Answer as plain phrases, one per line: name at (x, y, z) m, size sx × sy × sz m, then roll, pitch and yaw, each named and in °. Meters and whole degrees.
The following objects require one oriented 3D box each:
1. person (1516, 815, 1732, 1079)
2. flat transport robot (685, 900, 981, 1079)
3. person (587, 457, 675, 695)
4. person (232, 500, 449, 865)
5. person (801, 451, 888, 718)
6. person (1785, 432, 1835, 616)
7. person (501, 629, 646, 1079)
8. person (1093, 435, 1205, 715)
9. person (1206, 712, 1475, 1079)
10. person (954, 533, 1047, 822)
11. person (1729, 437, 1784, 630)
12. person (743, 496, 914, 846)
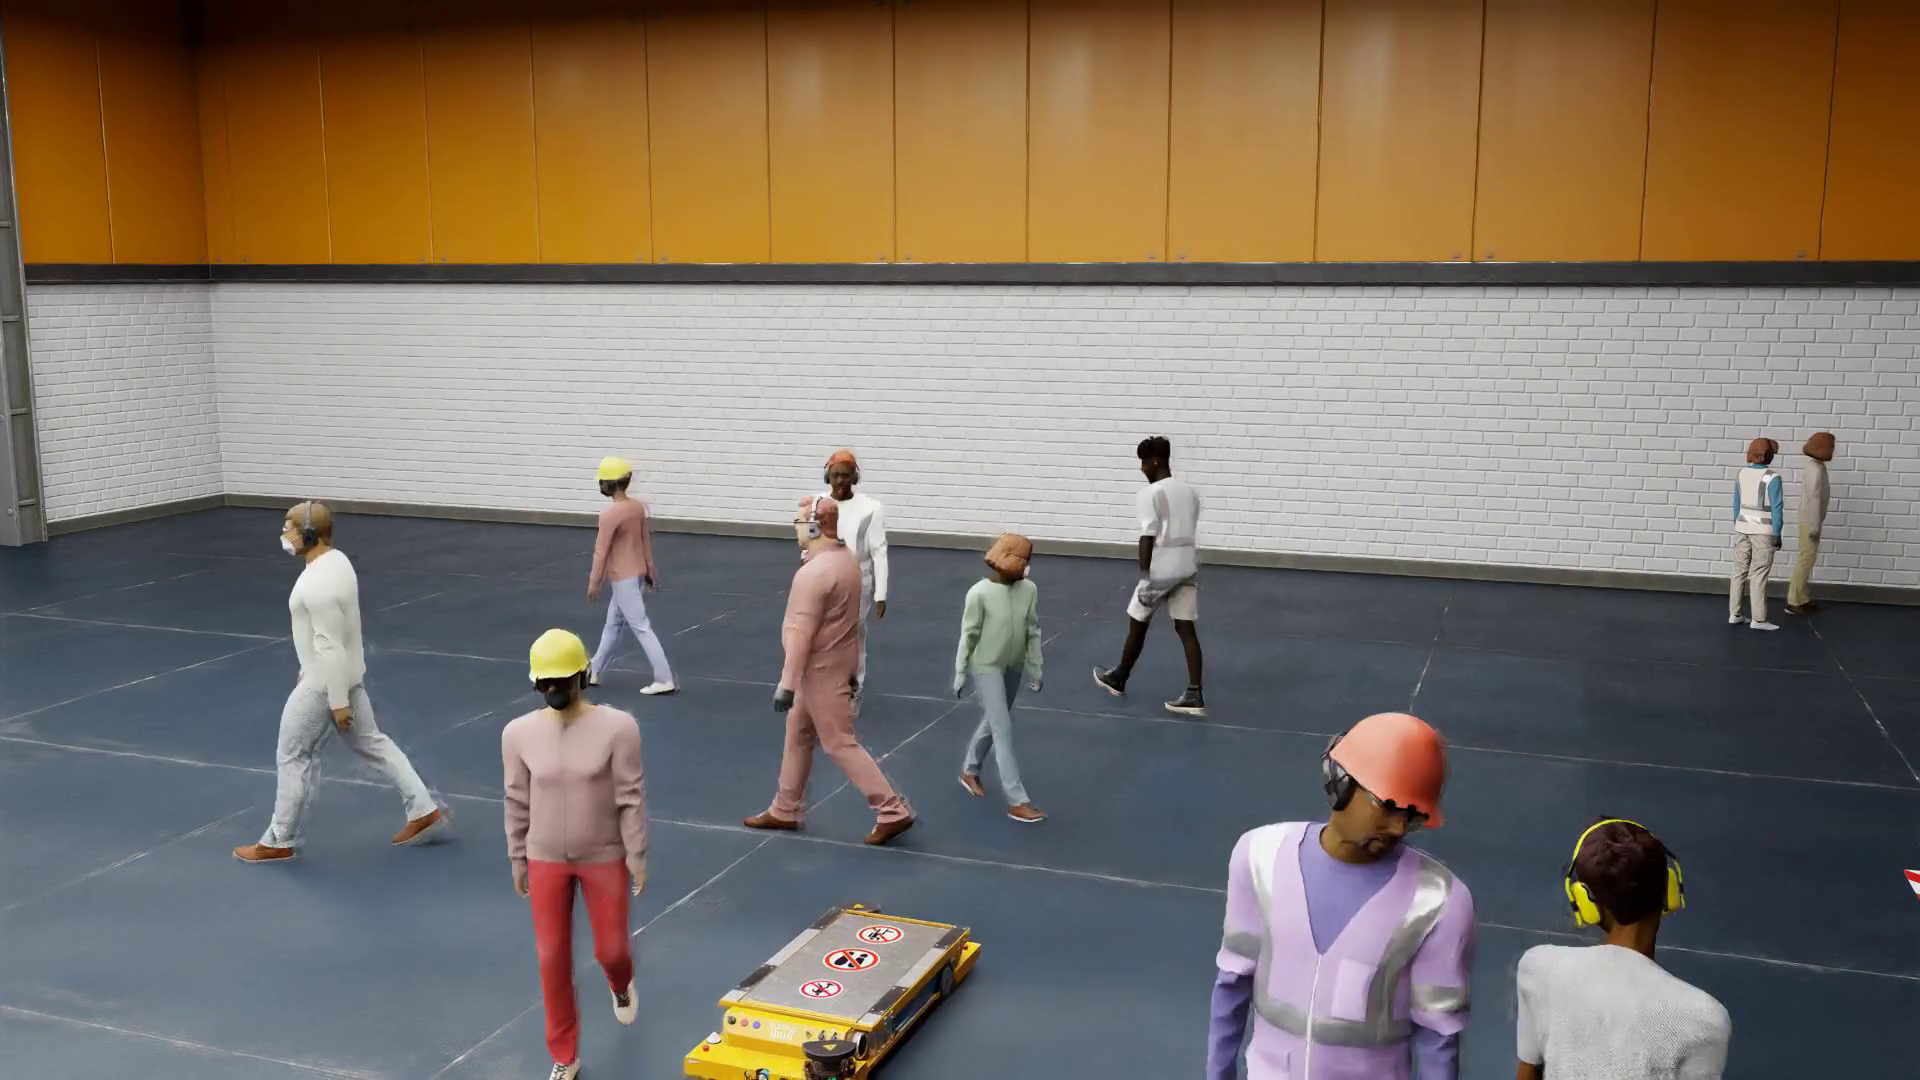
person at (1.548, 1.528, 3.758) m, size 0.750 × 1.823 × 0.560 m, roll -7°, pitch 12°, yaw -39°
flat transport robot at (-0.466, 1.822, 6.737) m, size 0.652 × 0.197 × 1.431 m, roll 4°, pitch 10°, yaw 21°
person at (-2.461, 0.261, 11.934) m, size 0.923 × 1.708 × 0.540 m, roll 2°, pitch 9°, yaw 15°
person at (-3.202, 0.724, 8.567) m, size 1.043 × 1.897 × 0.628 m, roll -1°, pitch 9°, yaw -8°
person at (-0.782, 0.344, 11.022) m, size 0.598 × 1.841 × 0.956 m, roll 1°, pitch 9°, yaw 5°
person at (7.568, -0.148, 14.752) m, size 0.268 × 1.634 × 0.506 m, roll 4°, pitch 10°, yaw 24°
person at (-1.431, 1.165, 6.243) m, size 0.530 × 1.747 × 0.581 m, roll 0°, pitch 9°, yaw -2°
person at (1.359, 0.229, 11.593) m, size 0.681 × 1.892 × 1.004 m, roll -7°, pitch 12°, yaw -38°
person at (0.902, 1.388, 4.100) m, size 0.643 × 1.994 × 0.598 m, roll 6°, pitch 11°, yaw 32°
person at (0.234, 0.742, 9.381) m, size 0.535 × 1.580 × 0.865 m, roll -7°, pitch 11°, yaw -37°
person at (6.773, -0.052, 14.141) m, size 0.307 × 1.638 × 0.513 m, roll -3°, pitch 10°, yaw -18°
person at (-0.690, 0.692, 8.829) m, size 0.956 × 1.870 × 0.647 m, roll 1°, pitch 9°, yaw 8°
